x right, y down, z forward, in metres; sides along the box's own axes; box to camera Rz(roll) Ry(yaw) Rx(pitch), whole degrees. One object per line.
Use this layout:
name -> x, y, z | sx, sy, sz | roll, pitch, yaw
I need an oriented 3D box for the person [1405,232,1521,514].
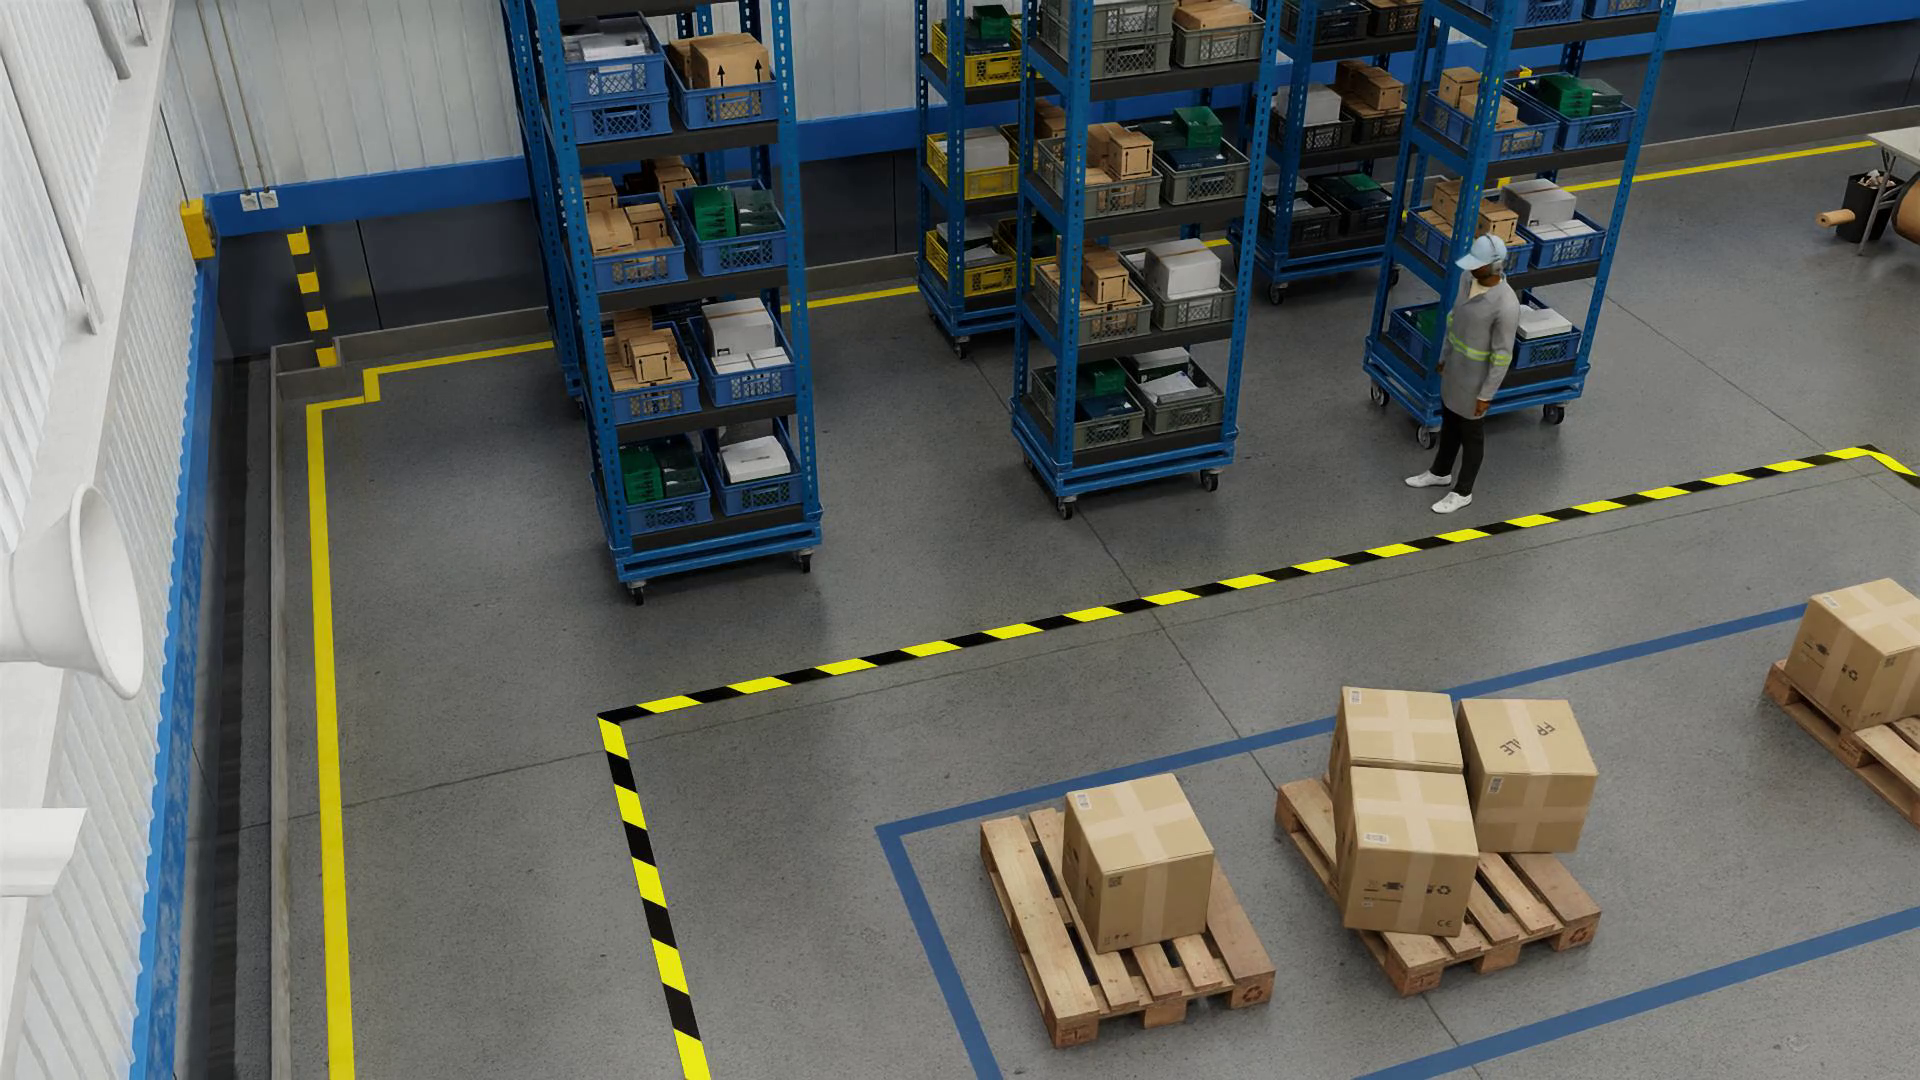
person -> 3.075, -1.017, 10.128 | 0.393, 1.848, 0.586 | -9, 36, -13
